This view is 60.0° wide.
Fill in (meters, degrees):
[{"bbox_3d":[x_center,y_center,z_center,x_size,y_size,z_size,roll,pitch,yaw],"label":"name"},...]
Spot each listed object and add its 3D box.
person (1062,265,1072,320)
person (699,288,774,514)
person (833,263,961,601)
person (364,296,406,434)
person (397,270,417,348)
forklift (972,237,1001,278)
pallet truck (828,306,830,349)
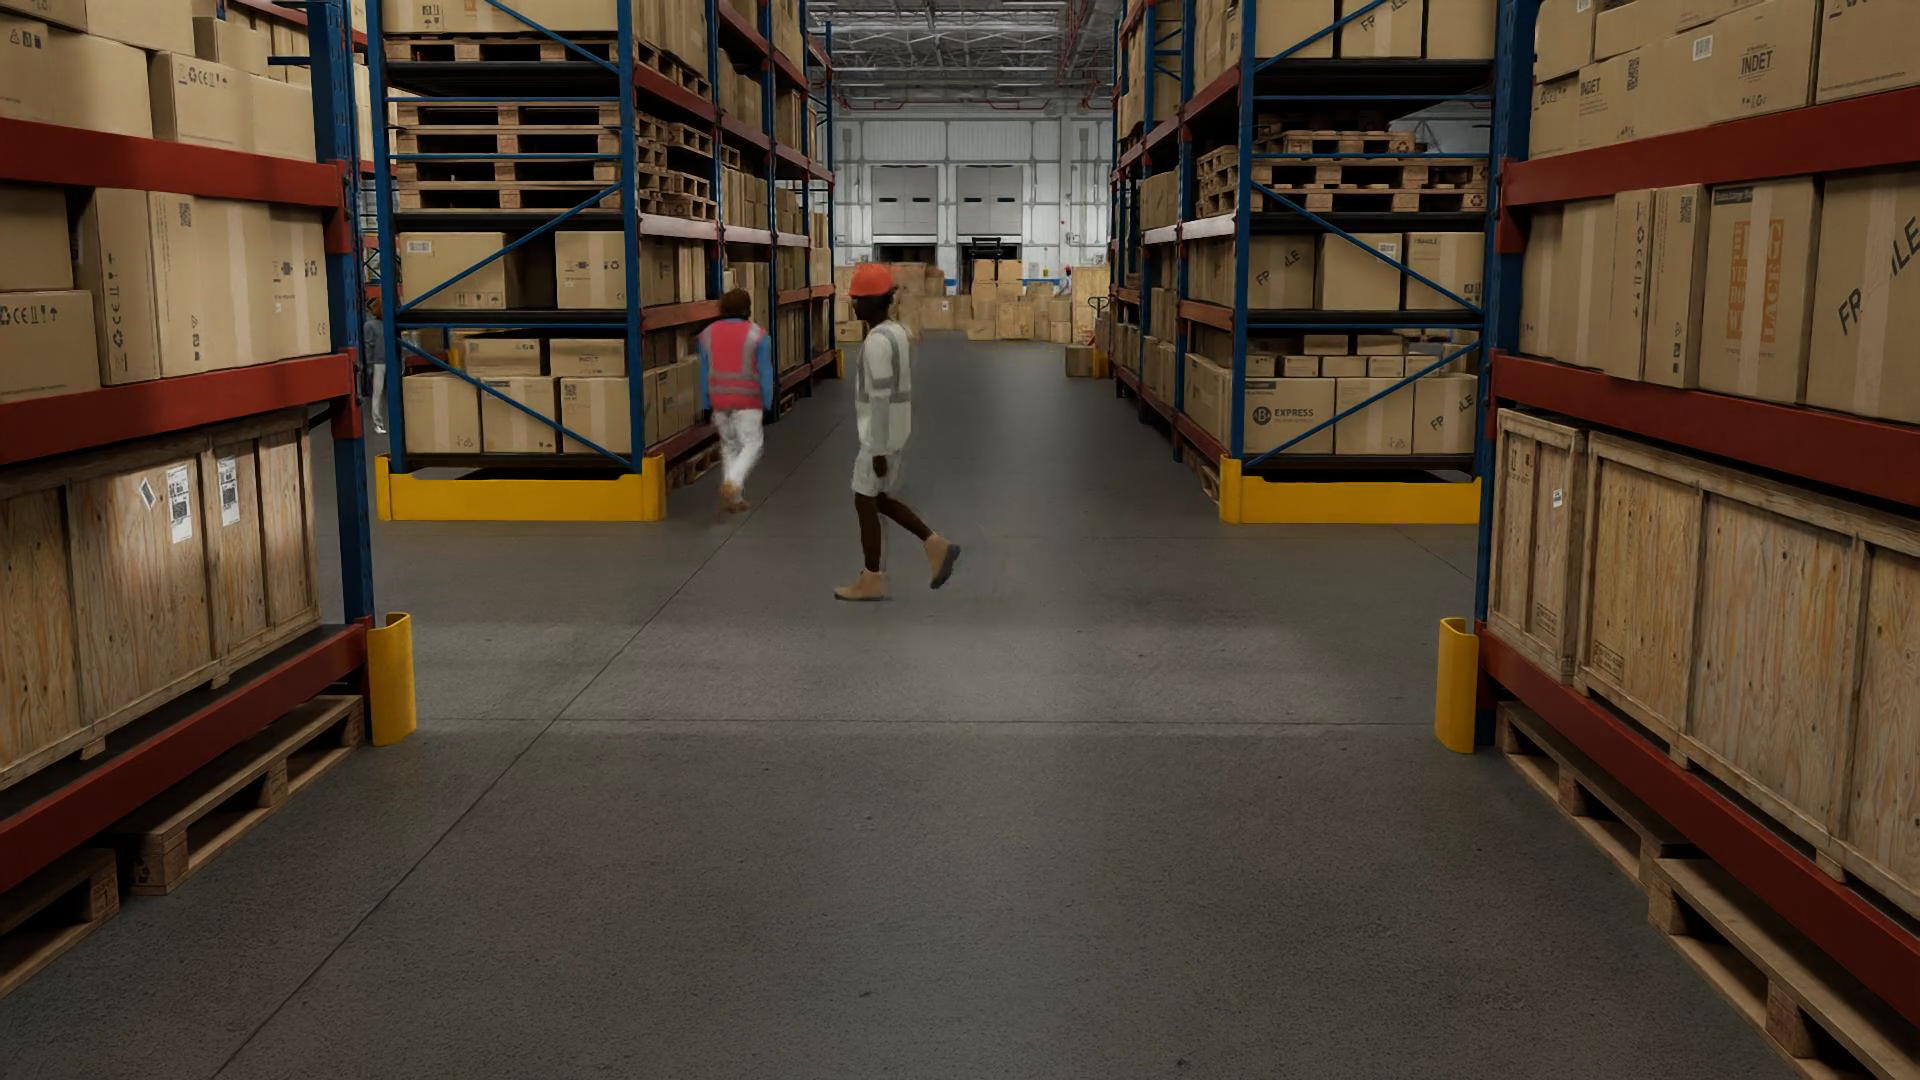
[{"bbox_3d":[3.808,-8.426,56.912,0.780,1.913,0.571,5,11,28],"label":"person"},{"bbox_3d":[-1.797,-1.082,13.230,0.634,1.826,0.648,3,10,19],"label":"person"},{"bbox_3d":[-0.398,-0.624,9.862,0.666,2.024,0.630,2,10,10],"label":"person"},{"bbox_3d":[-6.805,-2.071,19.722,0.280,1.625,0.493,8,12,39],"label":"person"},{"bbox_3d":[-13.183,-5.411,39.073,0.811,1.837,0.557,-3,10,-16],"label":"person"},{"bbox_3d":[0.842,-8.321,53.407,1.129,2.768,1.873,0,9,1],"label":"forklift"},{"bbox_3d":[-3.100,-3.940,29.800,1.885,1.965,0.823,3,10,19],"label":"pallet truck"}]
